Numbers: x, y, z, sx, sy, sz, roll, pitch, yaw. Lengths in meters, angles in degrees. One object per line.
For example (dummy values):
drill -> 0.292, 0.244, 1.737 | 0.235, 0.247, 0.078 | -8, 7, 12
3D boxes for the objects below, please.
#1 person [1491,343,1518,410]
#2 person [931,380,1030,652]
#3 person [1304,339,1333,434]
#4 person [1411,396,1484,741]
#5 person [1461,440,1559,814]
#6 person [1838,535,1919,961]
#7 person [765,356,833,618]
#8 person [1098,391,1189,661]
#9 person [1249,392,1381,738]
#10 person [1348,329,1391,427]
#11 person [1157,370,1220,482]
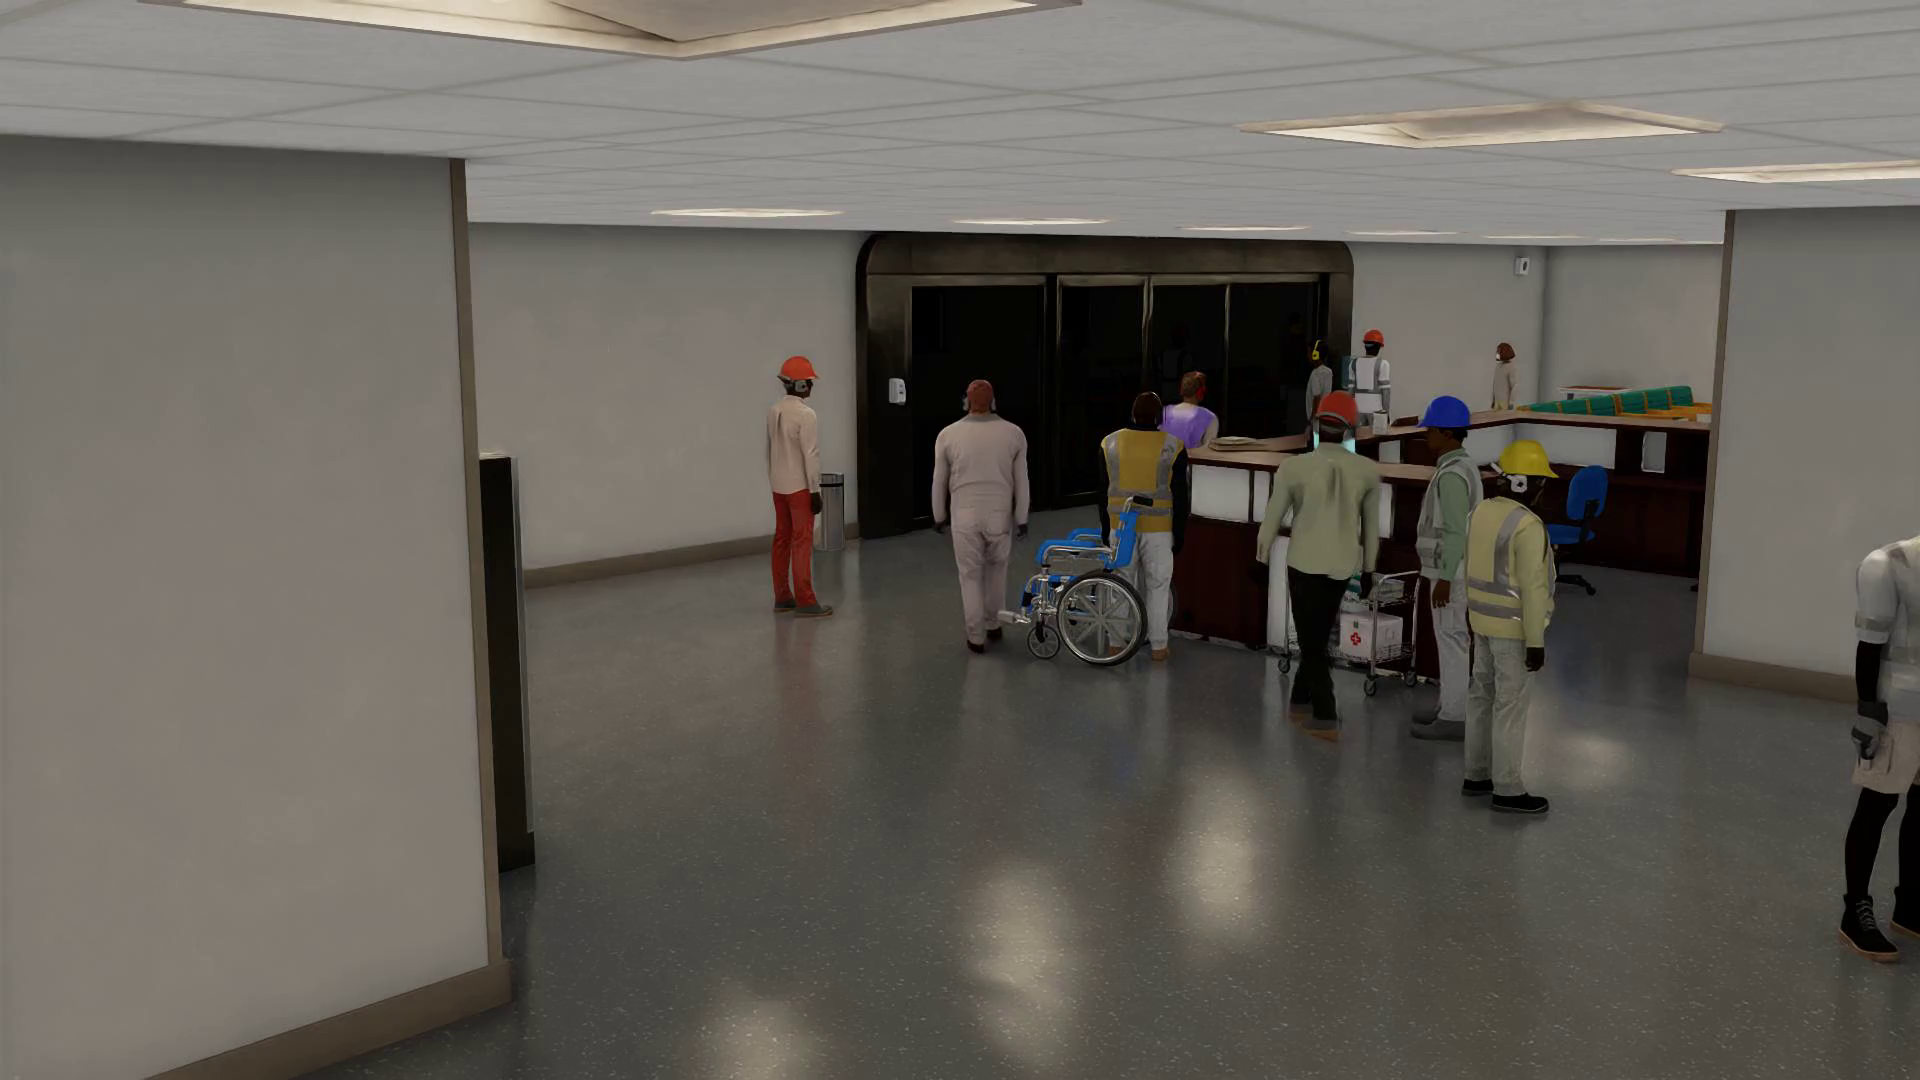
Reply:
person -> 7.569, -1.926, 23.168 | 0.266, 1.631, 0.507 | -2, 10, -13
person -> 0.131, -0.184, 11.693 | 0.673, 1.882, 0.708 | -1, 9, -5
person -> 3.994, -1.312, 18.679 | 0.329, 1.872, 0.508 | 5, 11, 28
person -> 2.750, 0.160, 9.406 | 0.406, 1.946, 0.608 | 3, 10, 20
person -> 2.711, 0.418, 8.188 | 0.404, 1.827, 0.600 | -2, 9, -12
person -> 3.714, 0.640, 6.418 | 0.609, 1.963, 0.369 | -2, 10, -13
person -> -1.244, -0.402, 12.743 | 0.402, 1.984, 0.613 | -7, 12, -37
person -> 1.243, -0.087, 11.289 | 0.624, 1.838, 0.430 | 3, 10, 18
person -> 2.045, 0.137, 9.514 | 0.680, 1.956, 0.687 | -2, 9, -10
person -> 4.957, -1.571, 20.085 | 0.542, 1.930, 0.376 | 9, 13, 43
person -> 1.831, -0.459, 13.546 | 0.587, 1.834, 0.469 | 7, 12, 38
